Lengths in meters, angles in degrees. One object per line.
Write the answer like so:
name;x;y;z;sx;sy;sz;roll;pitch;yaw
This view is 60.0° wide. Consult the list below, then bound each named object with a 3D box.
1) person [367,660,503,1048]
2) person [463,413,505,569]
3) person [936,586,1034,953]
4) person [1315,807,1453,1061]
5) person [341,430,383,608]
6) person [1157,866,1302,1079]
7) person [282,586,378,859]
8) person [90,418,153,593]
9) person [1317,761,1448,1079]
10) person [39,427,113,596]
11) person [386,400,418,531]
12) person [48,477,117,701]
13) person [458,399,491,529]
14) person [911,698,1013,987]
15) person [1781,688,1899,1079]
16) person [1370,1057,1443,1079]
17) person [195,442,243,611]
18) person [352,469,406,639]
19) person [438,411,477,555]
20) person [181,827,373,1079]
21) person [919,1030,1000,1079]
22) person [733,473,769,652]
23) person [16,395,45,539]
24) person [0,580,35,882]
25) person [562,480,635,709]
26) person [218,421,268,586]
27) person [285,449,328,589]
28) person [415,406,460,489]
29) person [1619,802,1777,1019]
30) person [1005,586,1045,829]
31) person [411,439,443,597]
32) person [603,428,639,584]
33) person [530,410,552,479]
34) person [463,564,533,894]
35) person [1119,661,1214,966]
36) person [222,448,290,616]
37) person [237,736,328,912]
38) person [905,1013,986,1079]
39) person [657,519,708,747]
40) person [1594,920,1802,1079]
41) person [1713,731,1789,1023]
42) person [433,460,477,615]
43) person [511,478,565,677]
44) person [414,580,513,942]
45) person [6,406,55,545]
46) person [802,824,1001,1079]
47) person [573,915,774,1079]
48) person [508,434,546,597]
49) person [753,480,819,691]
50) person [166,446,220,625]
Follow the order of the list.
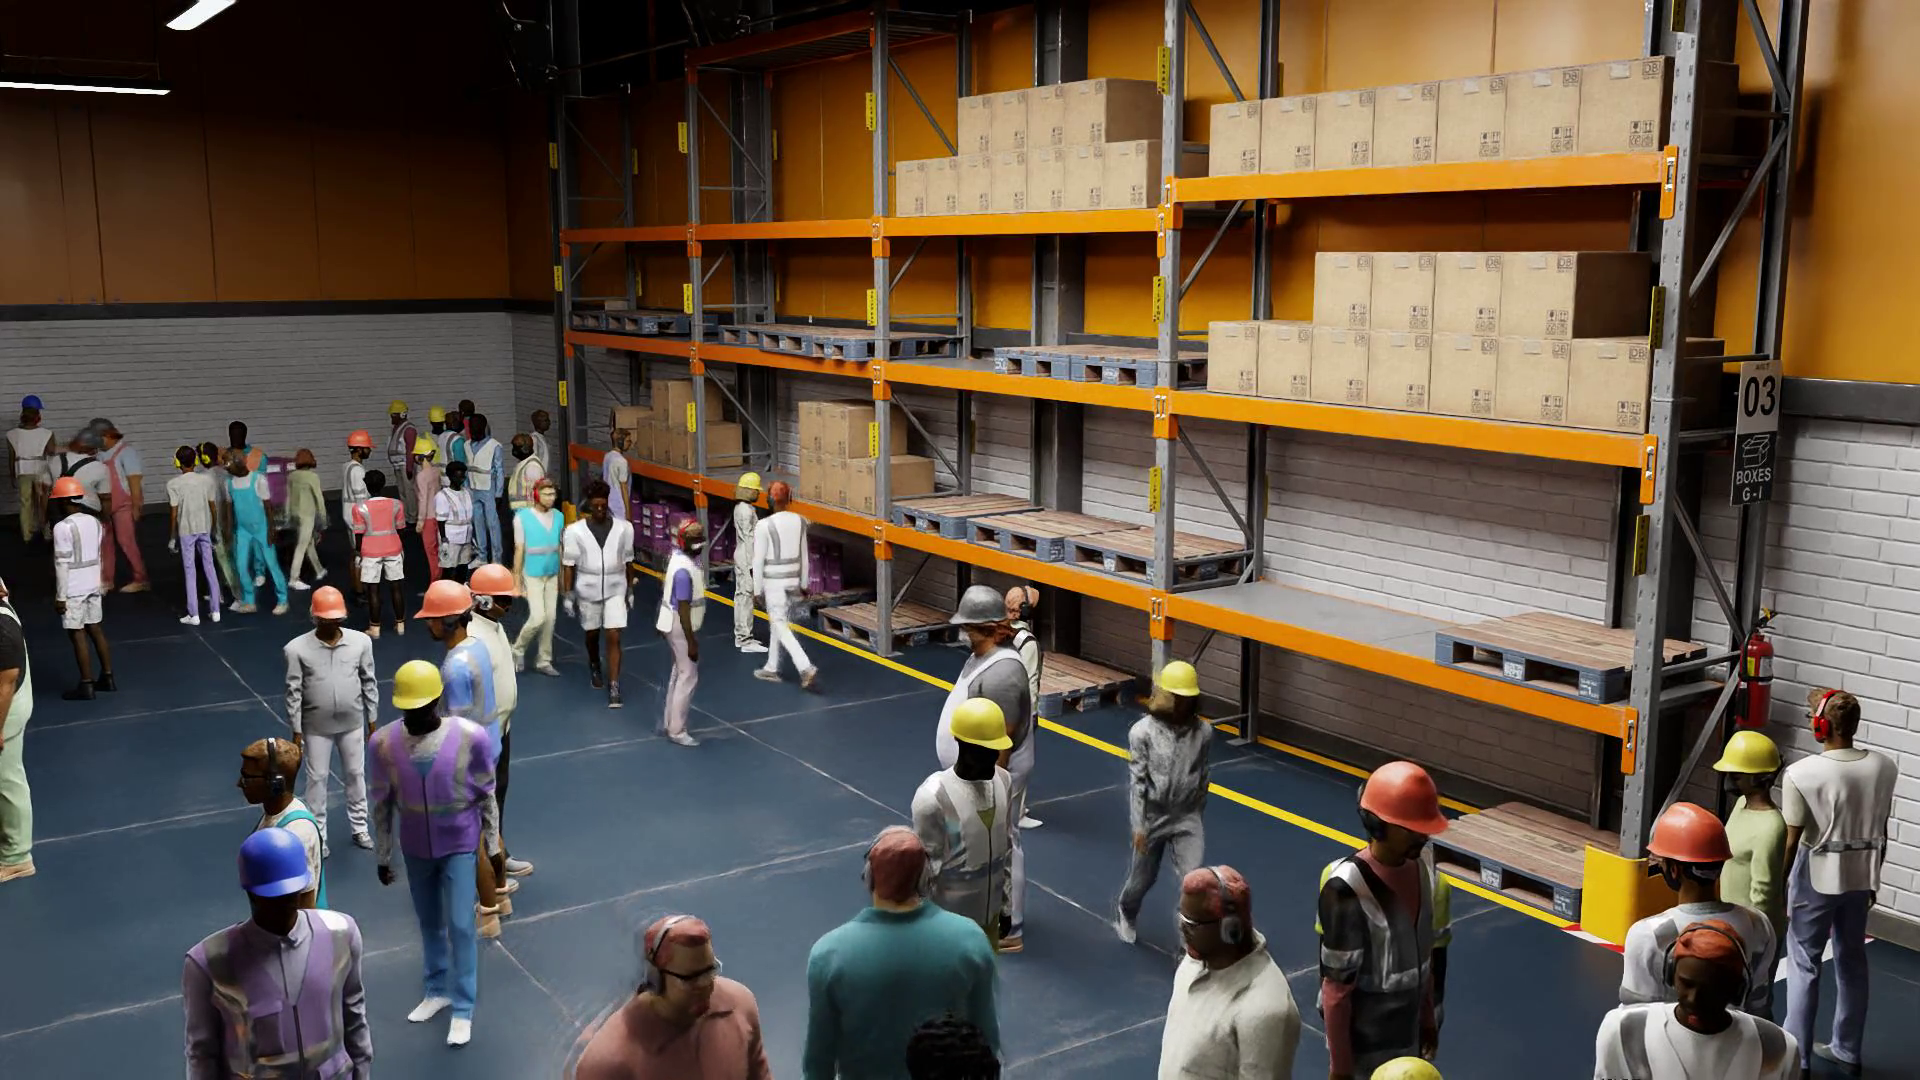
person;-2.564;1.501;8.075;0.616;1.893;0.678;0;10;1
person;-5.788;-0.587;20.224;0.598;1.917;0.375;5;11;29
person;0.137;1.234;9.172;0.537;2.000;0.691;0;10;-2
person;1.699;1.828;6.719;0.536;1.691;0.320;3;10;17
person;-6.515;-0.231;18.109;0.388;1.928;0.545;-6;11;-30
person;0.828;1.960;5.351;0.399;1.897;0.646;-2;10;-13
person;-3.974;1.144;10.565;0.565;1.745;0.349;-6;12;-33
person;-9.569;-0.412;18.836;0.697;2.000;0.541;5;11;26
person;1.553;1.775;6.043;0.617;2.029;0.409;-9;13;-42
person;-9.529;-0.286;18.096;0.760;2.000;0.784;2;10;13
person;-7.771;-1.049;23.214;0.403;1.824;0.594;-7;12;-37
person;-7.611;0.414;14.341;0.390;1.926;0.542;1;10;5
person;-6.808;-1.031;23.097;0.431;1.837;0.634;8;13;41
person;0.047;1.619;7.284;0.395;1.918;0.585;9;13;42
person;4.014;1.595;7.657;0.563;1.837;0.385;-2;10;-10
person;1.139;2.200;4.410;0.321;1.737;0.484;-3;10;-19
person;-8.009;-0.155;17.988;0.925;1.823;0.506;5;11;27
person;-5.793;0.139;16.619;0.532;1.695;0.319;-8;12;-39
person;-6.426;-0.725;21.257;0.430;1.845;0.619;-9;13;-42
person;-2.256;1.894;5.569;0.604;1.949;0.389;-9;13;-42
person;0.114;2.188;4.641;0.738;1.671;0.546;9;13;41
person;-2.030;0.212;16.070;0.305;1.736;0.484;-3;10;-18
person;-12.520;-0.983;22.476;0.402;1.943;0.605;-3;10;-19
person;-5.959;1.067;10.153;0.536;2.000;0.681;-6;11;-31
person;-3.106;0.419;14.321;0.619;1.925;0.995;-3;10;-16
person;-8.291;-0.422;19.255;0.593;1.920;0.391;0;10;1
person;-7.583;-0.260;19.294;0.557;1.582;0.803;5;11;29
person;-6.643;-0.760;21.268;0.590;1.910;0.441;-5;11;-28
person;2.520;1.863;5.820;0.543;1.929;0.386;-2;10;-10
person;0.385;1.111;11.108;0.314;1.629;0.509;-4;10;-23
person;-5.970;-0.247;18.670;0.318;1.769;0.522;1;10;5
person;-3.955;-0.389;19.311;0.349;1.836;0.517;-7;12;-36
person;-5.392;-0.753;21.408;0.346;1.847;0.506;0;10;-3
person;-2.810;1.124;9.993;0.407;1.986;0.617;0;10;1
person;1.096;1.451;8.861;0.482;1.711;0.789;-2;10;-12
person;-7.502;-0.080;17.600;0.534;1.802;0.577;1;10;7
person;-2.806;1.713;6.936;0.345;1.847;0.504;-6;11;-31
person;-0.139;2.152;4.809;0.650;1.701;0.417;-6;11;-30
person;-2.156;0.708;12.961;0.441;1.804;0.713;-1;10;-8
person;2.169;2.027;4.979;0.579;1.881;0.342;2;10;13
person;3.432;1.696;7.289;0.340;1.762;0.525;2;10;13
person;-5.265;0.008;17.394;0.322;1.692;0.532;4;11;23
person;-3.799;0.341;15.040;0.441;1.823;0.599;6;11;32
person;-2.781;1.222;9.286;0.421;2.033;0.608;-1;10;-5
person;-12.253;-0.845;22.003;0.567;1.834;0.405;-3;10;-19
person;-0.186;1.917;5.628;0.682;1.884;0.548;-2;10;-12
person;-0.868;2.019;5.125;0.937;1.867;0.643;7;12;37
person;-4.851;-0.281;18.694;0.430;1.837;0.627;-4;11;-24
person;-1.533;0.397;14.647;0.867;1.860;0.584;8;13;41
person;-7.951;-0.051;17.241;0.328;1.865;0.521;9;13;43
